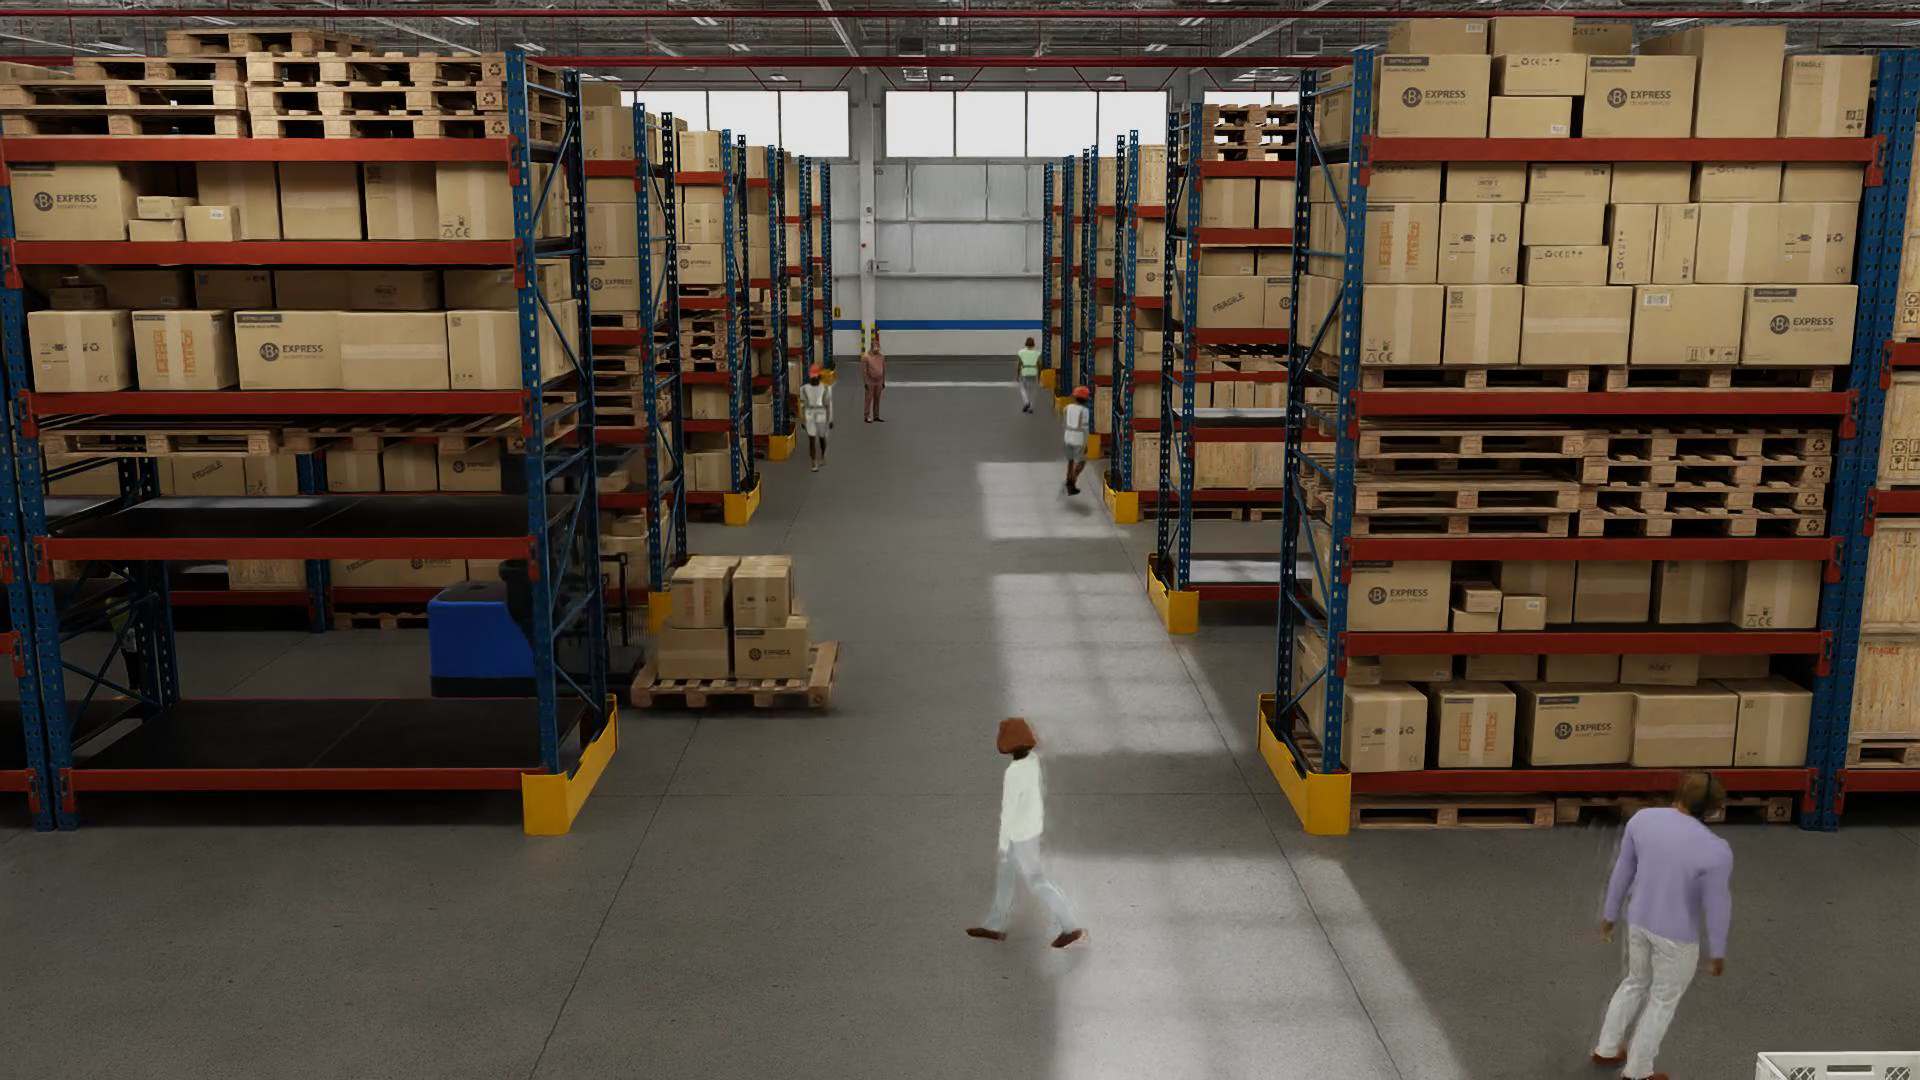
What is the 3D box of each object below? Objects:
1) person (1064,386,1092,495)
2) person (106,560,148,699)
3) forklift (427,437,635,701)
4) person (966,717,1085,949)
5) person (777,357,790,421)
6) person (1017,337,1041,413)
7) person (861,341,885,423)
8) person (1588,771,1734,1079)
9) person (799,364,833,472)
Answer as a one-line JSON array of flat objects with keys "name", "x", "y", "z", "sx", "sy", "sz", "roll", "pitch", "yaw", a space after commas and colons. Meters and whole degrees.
[{"name": "person", "x": 1.977, "y": -1.695, "z": 28.521, "sx": 0.577, "sy": 1.907, "sz": 0.453, "roll": 9, "pitch": 14, "yaw": 36}, {"name": "person", "x": -8.286, "y": 0.832, "z": 16.519, "sx": 0.318, "sy": 1.699, "sz": 0.533, "roll": -11, "pitch": 16, "yaw": -43}, {"name": "forklift", "x": -4.360, "y": 0.181, "z": 16.801, "sx": 1.873, "sy": 2.768, "sz": 1.129, "roll": 0, "pitch": 11, "yaw": -1}, {"name": "person", "x": 0.465, "y": 1.973, "z": 11.152, "sx": 0.817, "sy": 1.587, "sz": 0.515, "roll": 3, "pitch": 12, "yaw": 16}, {"name": "person", "x": -3.818, "y": -3.008, "z": 35.239, "sx": 0.447, "sy": 1.824, "sz": 0.647, "roll": 0, "pitch": 11, "yaw": 1}, {"name": "person", "x": 1.655, "y": -3.950, "z": 39.893, "sx": 0.591, "sy": 1.826, "sz": 0.459, "roll": -1, "pitch": 11, "yaw": -7}, {"name": "person", "x": -1.961, "y": -3.630, "z": 38.172, "sx": 0.632, "sy": 1.892, "sz": 0.394, "roll": -9, "pitch": 14, "yaw": -37}, {"name": "person", "x": 3.951, "y": 2.191, "z": 9.287, "sx": 0.497, "sy": 1.896, "sz": 0.653, "roll": -6, "pitch": 13, "yaw": -27}, {"name": "person", "x": -2.695, "y": -2.301, "z": 31.237, "sx": 0.630, "sy": 2.030, "sz": 0.690, "roll": 0, "pitch": 11, "yaw": 0}]
